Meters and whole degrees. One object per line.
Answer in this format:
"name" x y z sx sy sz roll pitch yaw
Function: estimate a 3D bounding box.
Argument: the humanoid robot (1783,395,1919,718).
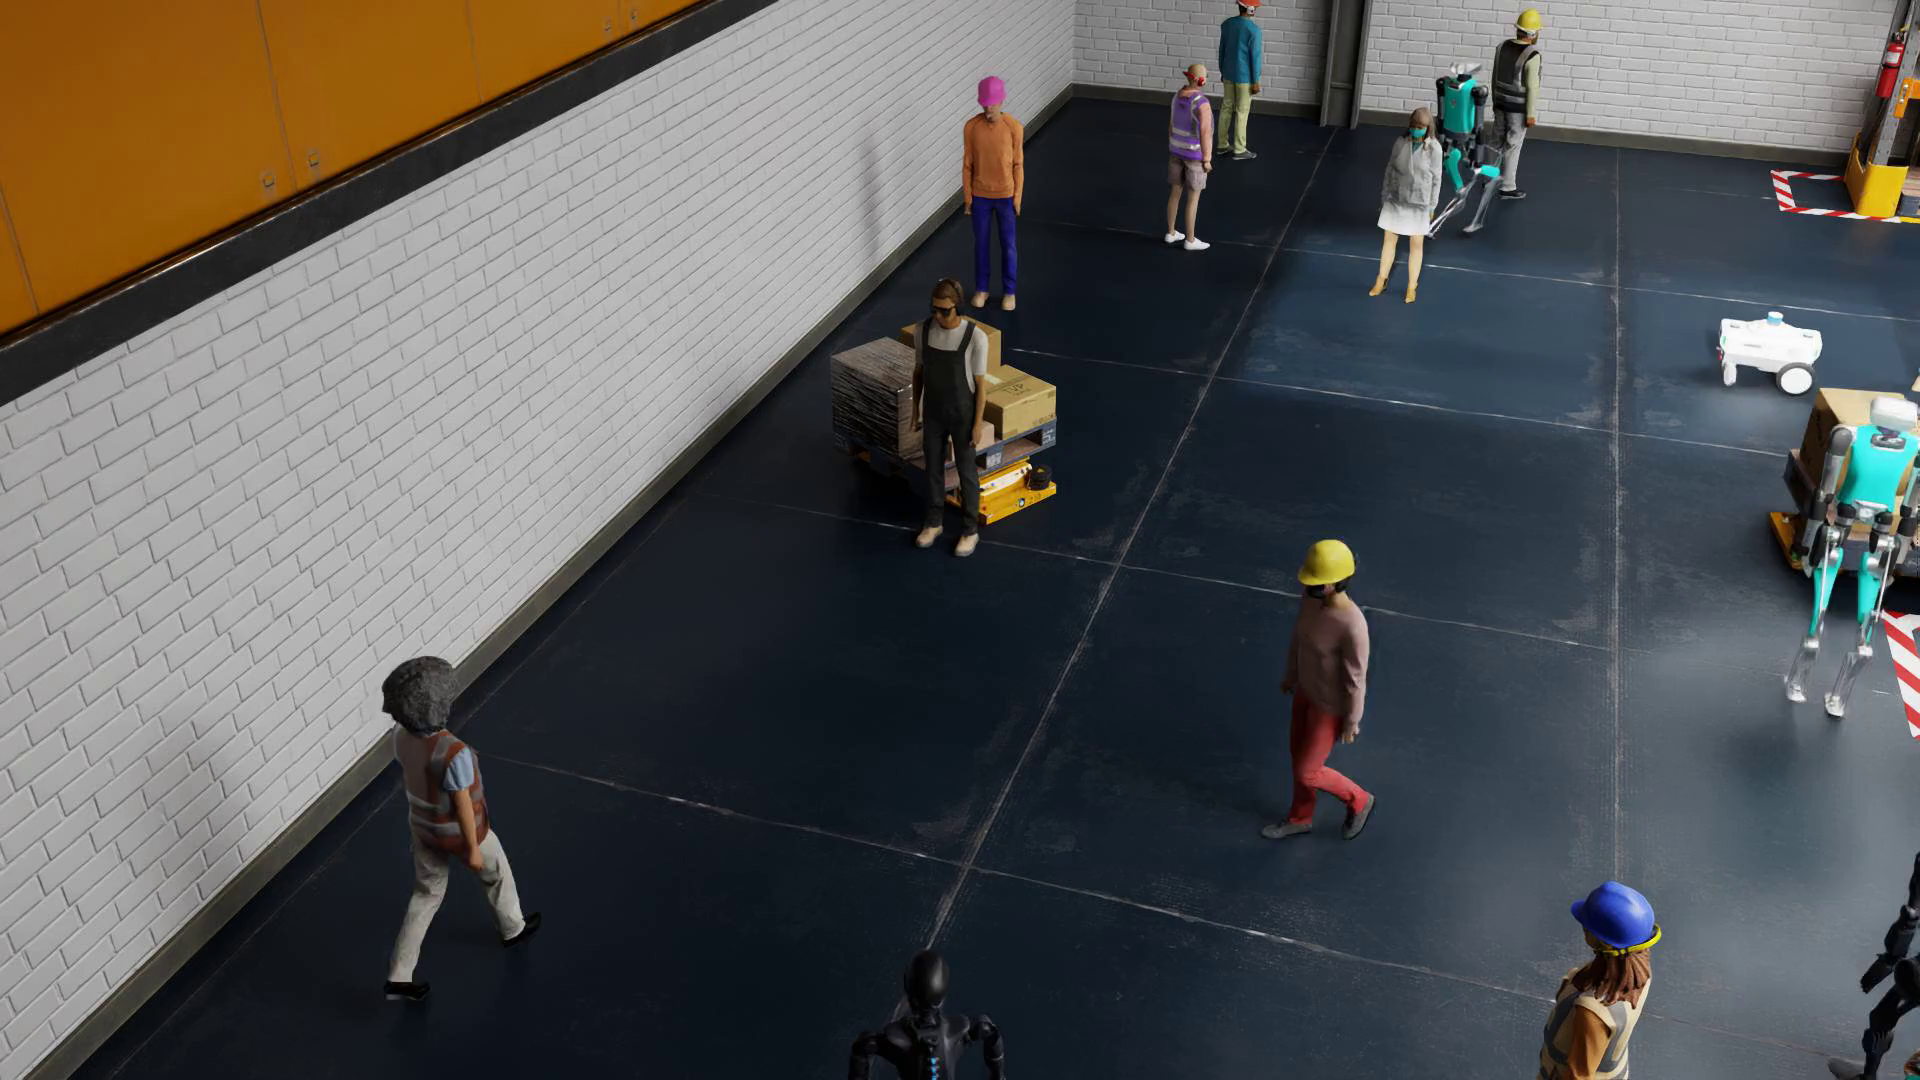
"humanoid robot" 4.789 0.150 8.895 0.532 1.740 0.795 11 32 18

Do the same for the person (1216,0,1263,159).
"person" 2.966 -4.912 17.517 0.342 1.748 0.572 -20 36 -30

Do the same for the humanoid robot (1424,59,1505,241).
"humanoid robot" 4.670 -3.555 15.233 1.037 1.727 0.542 -20 36 -30

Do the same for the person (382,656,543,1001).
"person" -2.241 1.243 7.137 0.447 1.659 0.800 17 35 27

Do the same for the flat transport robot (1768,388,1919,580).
"flat transport robot" 5.988 0.022 10.587 1.431 0.231 0.659 5 31 9

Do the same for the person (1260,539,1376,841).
"person" 1.743 0.740 7.905 0.463 1.747 0.521 -7 31 -12

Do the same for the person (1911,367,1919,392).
"person" 7.460 -1.889 12.265 0.391 1.865 0.518 0 30 1

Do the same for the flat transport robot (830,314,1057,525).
"flat transport robot" -0.067 -0.537 11.539 0.659 0.231 1.431 -25 38 -35

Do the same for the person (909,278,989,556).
"person" -0.074 -0.772 10.392 0.508 1.839 0.338 14 33 23

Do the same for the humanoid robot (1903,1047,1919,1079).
"humanoid robot" 3.220 2.375 5.197 0.544 1.836 0.876 -24 38 -35

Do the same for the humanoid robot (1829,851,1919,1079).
"humanoid robot" 3.878 1.635 6.474 0.614 1.637 0.408 -3 31 -5

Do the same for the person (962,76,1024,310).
"person" 0.272 -2.884 13.857 0.513 1.974 0.406 5 31 9

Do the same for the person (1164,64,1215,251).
"person" 2.087 -3.483 15.143 0.347 1.693 0.494 -21 36 -31

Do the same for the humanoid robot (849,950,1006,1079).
"humanoid robot" -0.123 2.091 5.730 0.610 1.624 0.785 -7 31 -11

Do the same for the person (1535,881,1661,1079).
"person" 2.180 1.911 5.885 0.305 1.778 0.461 20 36 31

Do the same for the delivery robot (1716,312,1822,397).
"delivery robot" 6.256 -1.447 12.823 0.785 0.614 0.514 11 32 18

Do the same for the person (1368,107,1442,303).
"person" 3.787 -2.829 14.060 0.482 1.663 0.339 17 34 26

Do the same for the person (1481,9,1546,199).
"person" 5.470 -4.290 16.381 0.404 1.831 0.598 -12 33 -20
